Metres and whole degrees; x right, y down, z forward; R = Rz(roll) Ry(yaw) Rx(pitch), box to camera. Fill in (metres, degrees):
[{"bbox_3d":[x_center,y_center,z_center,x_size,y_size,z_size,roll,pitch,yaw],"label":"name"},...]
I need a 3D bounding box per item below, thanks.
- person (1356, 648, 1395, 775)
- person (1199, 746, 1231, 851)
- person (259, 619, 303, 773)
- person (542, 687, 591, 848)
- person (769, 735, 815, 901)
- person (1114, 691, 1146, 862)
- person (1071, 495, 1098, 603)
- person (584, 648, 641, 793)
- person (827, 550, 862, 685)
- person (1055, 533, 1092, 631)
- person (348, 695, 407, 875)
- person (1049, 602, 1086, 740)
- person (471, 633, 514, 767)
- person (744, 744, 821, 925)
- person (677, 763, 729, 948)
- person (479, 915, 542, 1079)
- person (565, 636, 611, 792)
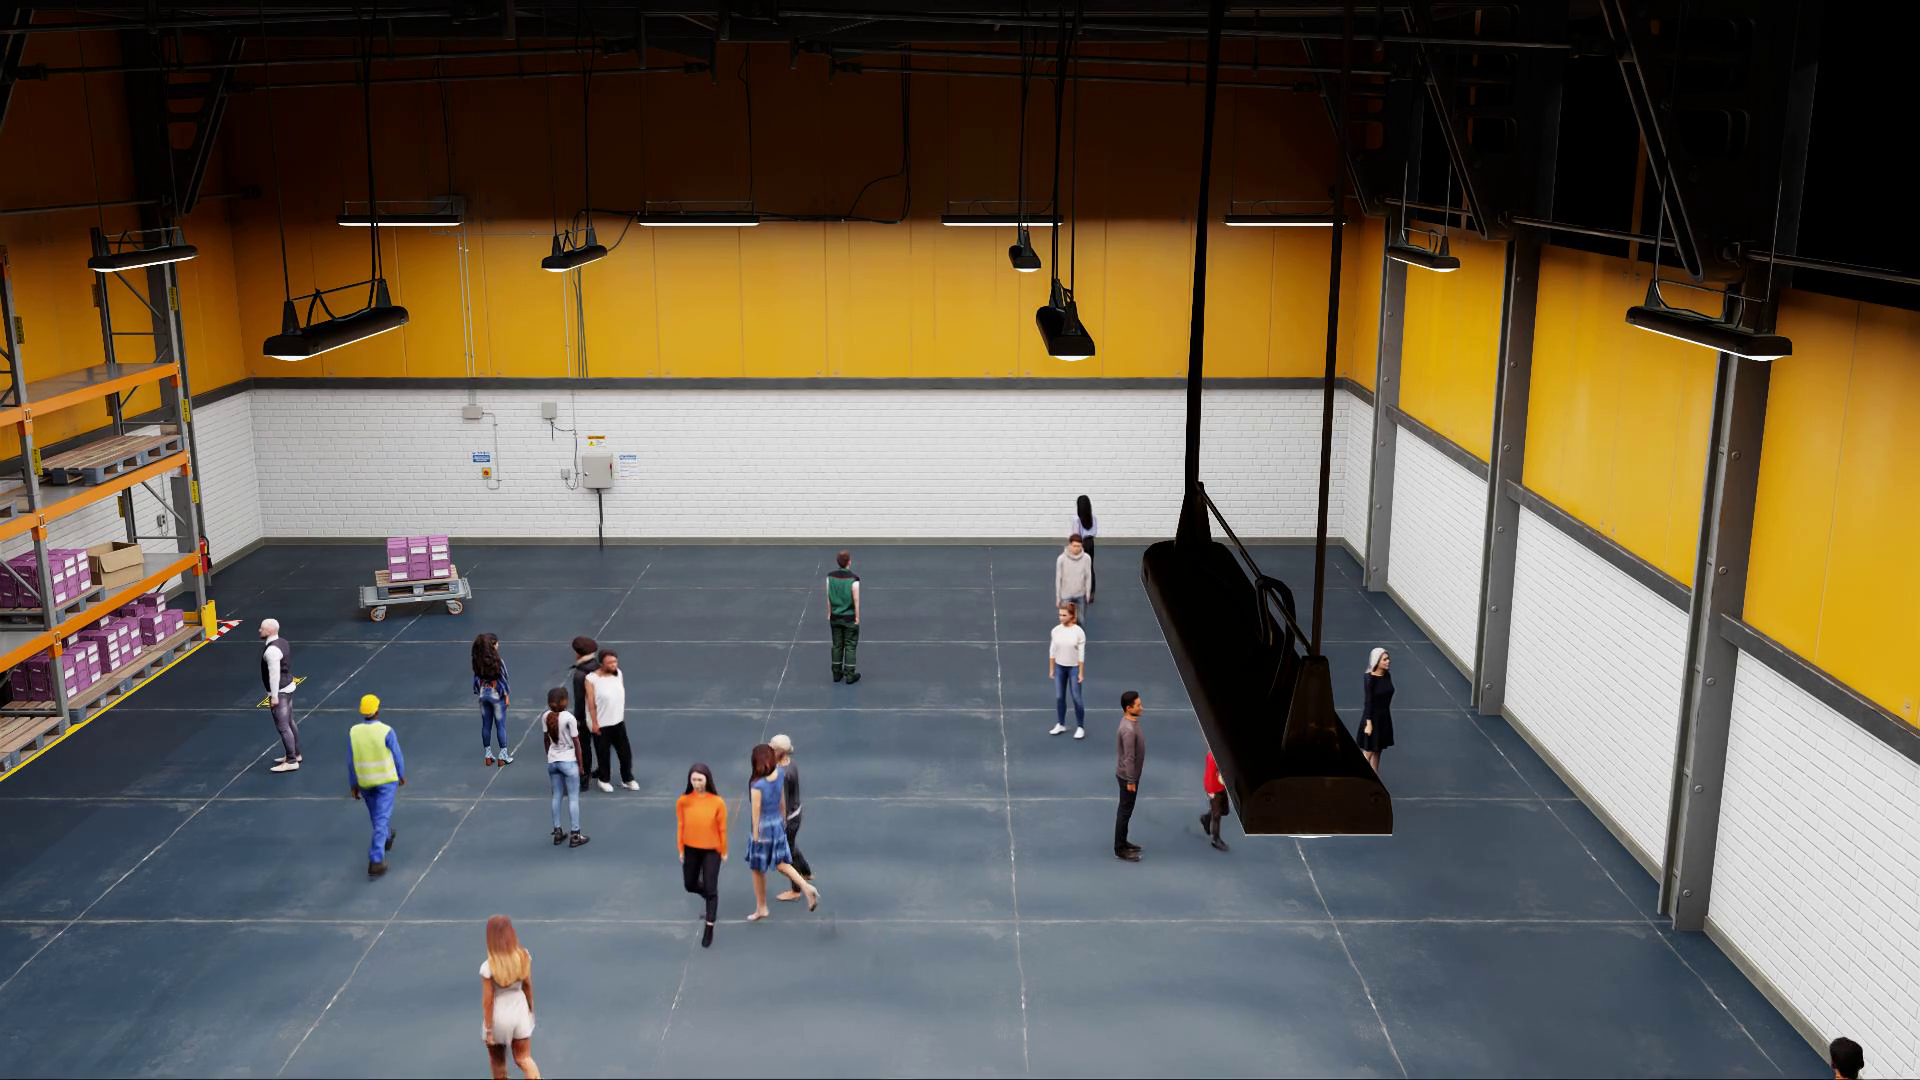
[{"bbox_3d":[4.648,2.044,18.559,0.703,1.747,0.750,-11,18,-39],"label":"person"},{"bbox_3d":[2.651,2.582,17.350,0.710,1.272,0.786,-11,18,-39],"label":"person"},{"bbox_3d":[-7.945,1.793,19.441,0.790,1.820,0.604,-3,14,-13],"label":"person"},{"bbox_3d":[-4.142,2.348,17.363,0.661,1.719,0.651,6,15,23],"label":"person"},{"bbox_3d":[-1.643,2.659,16.095,0.761,1.712,0.563,2,14,7],"label":"person"},{"bbox_3d":[1.729,2.394,17.073,0.740,1.767,0.517,-6,15,-24],"label":"person"},{"bbox_3d":[1.974,0.143,26.418,0.736,1.744,0.761,-10,17,-36],"label":"person"},{"bbox_3d":[-4.021,2.021,18.813,0.870,1.673,0.930,-12,18,-41],"label":"person"},{"bbox_3d":[-1.576,1.026,22.563,0.712,1.842,0.707,5,15,21],"label":"person"},{"bbox_3d":[1.596,0.768,23.636,0.676,1.838,0.679,-1,14,-3],"label":"person"},{"bbox_3d":[-5.891,2.474,16.726,0.672,1.775,1.160,0,14,2],"label":"person"},{"bbox_3d":[1.336,1.600,20.460,0.696,1.716,0.691,7,15,25],"label":"person"},{"bbox_3d":[-5.506,1.862,19.589,0.667,1.616,0.651,5,14,18],"label":"person"},{"bbox_3d":[-1.714,2.776,15.451,0.977,1.787,1.021,7,15,28],"label":"person"},{"bbox_3d":[-2.348,2.839,15.304,0.684,1.735,0.911,1,14,4],"label":"person"},{"bbox_3d":[-3.302,3.593,12.312,0.961,1.678,1.036,-13,19,-43],"label":"person"},{"bbox_3d":[-4.201,1.949,18.893,0.799,1.776,0.683,6,15,22],"label":"person"}]
